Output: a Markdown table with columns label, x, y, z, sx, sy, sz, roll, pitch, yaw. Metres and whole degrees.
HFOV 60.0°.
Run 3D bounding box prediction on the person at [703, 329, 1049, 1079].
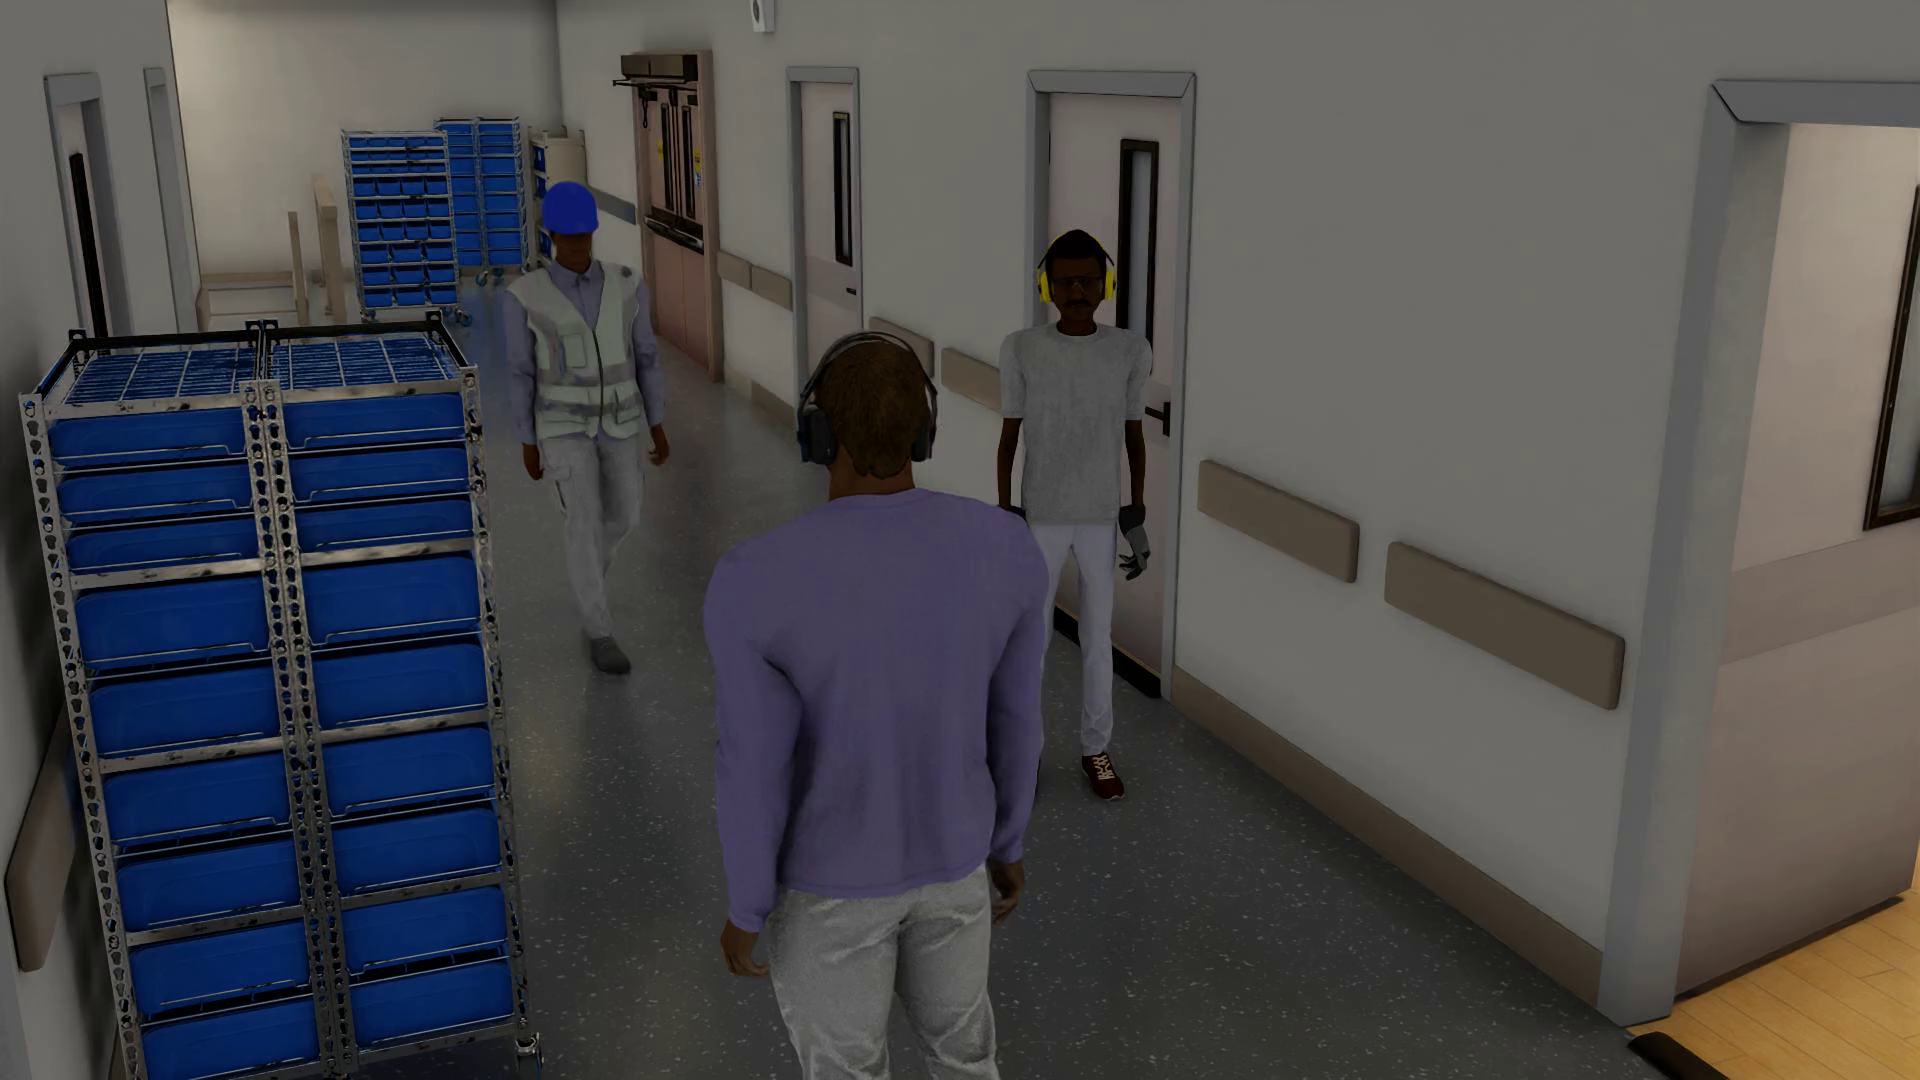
| label | x | y | z | sx | sy | sz | roll | pitch | yaw |
| --- | --- | --- | --- | --- | --- | --- | --- | --- | --- |
| person | -0.142 | 0.592 | 2.993 | 0.630 | 1.938 | 0.366 | -8 | 18 | -26 |

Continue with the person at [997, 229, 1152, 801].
| label | x | y | z | sx | sy | sz | roll | pitch | yaw |
| --- | --- | --- | --- | --- | --- | --- | --- | --- | --- |
| person | 0.362 | -0.058 | 5.364 | 0.514 | 1.872 | 0.328 | -1 | 16 | -4 |

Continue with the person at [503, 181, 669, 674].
| label | x | y | z | sx | sy | sz | roll | pitch | yaw |
| --- | --- | --- | --- | --- | --- | --- | --- | --- | --- |
| person | -1.526 | -0.486 | 6.746 | 0.604 | 1.925 | 0.846 | -10 | 19 | -31 |
